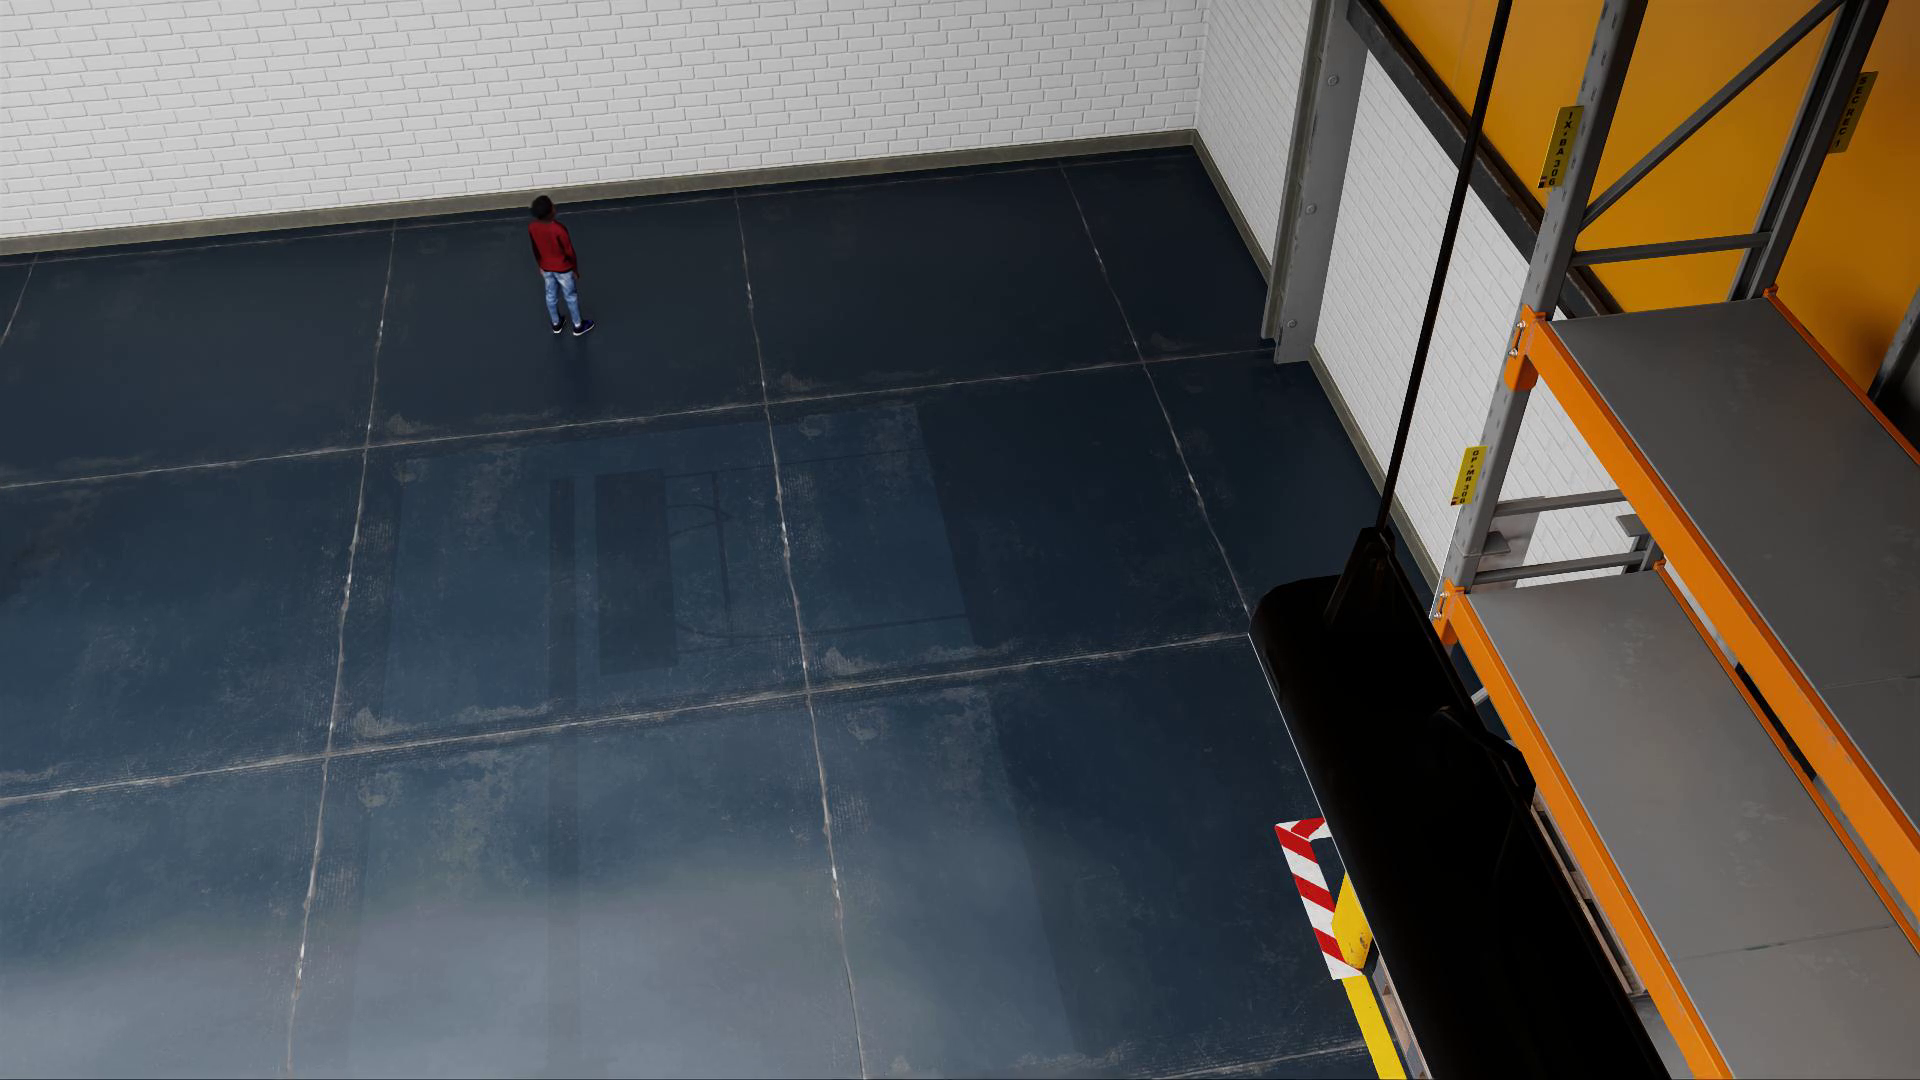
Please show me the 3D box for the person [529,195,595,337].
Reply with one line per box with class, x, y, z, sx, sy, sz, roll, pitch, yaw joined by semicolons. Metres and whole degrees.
person;-3.178;-2.166;13.098;0.577;1.256;0.601;11;45;11
